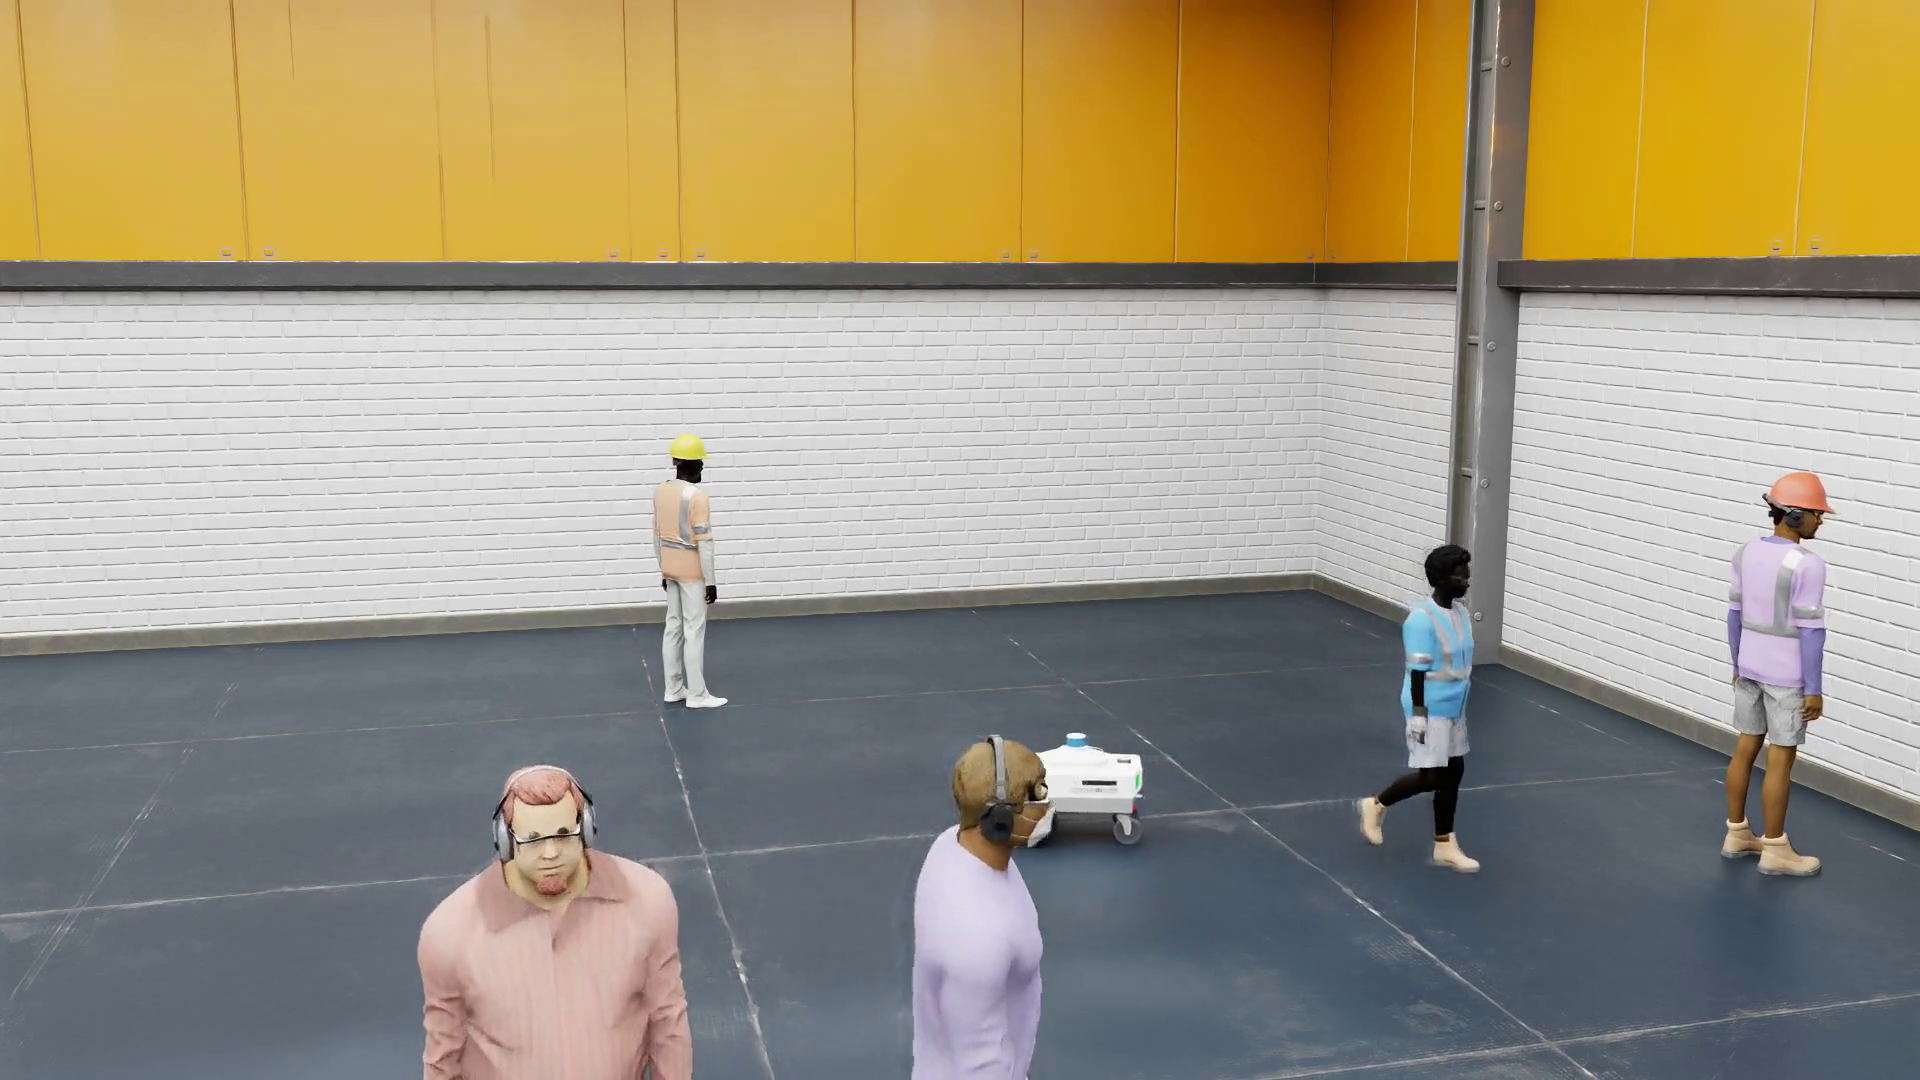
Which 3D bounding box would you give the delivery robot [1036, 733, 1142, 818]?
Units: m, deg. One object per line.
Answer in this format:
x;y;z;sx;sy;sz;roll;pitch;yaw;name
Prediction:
0.623;1.283;8.944;0.707;0.478;0.477;0;9;3;delivery robot

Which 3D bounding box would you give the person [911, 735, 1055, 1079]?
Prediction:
0.026;1.414;4.152;0.497;1.925;0.657;0;9;-2;person

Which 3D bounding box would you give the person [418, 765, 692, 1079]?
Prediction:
-1.010;1.436;4.175;0.633;1.878;0.869;-4;10;-24;person

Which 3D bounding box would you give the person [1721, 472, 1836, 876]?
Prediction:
4.165;0.669;8.454;0.395;2.039;0.607;-2;9;-11;person

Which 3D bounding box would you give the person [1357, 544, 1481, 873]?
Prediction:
2.374;0.841;8.438;0.554;1.684;0.541;9;13;43;person

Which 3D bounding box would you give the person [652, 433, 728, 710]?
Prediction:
-1.895;0.218;11.610;0.594;1.926;0.366;9;13;44;person
